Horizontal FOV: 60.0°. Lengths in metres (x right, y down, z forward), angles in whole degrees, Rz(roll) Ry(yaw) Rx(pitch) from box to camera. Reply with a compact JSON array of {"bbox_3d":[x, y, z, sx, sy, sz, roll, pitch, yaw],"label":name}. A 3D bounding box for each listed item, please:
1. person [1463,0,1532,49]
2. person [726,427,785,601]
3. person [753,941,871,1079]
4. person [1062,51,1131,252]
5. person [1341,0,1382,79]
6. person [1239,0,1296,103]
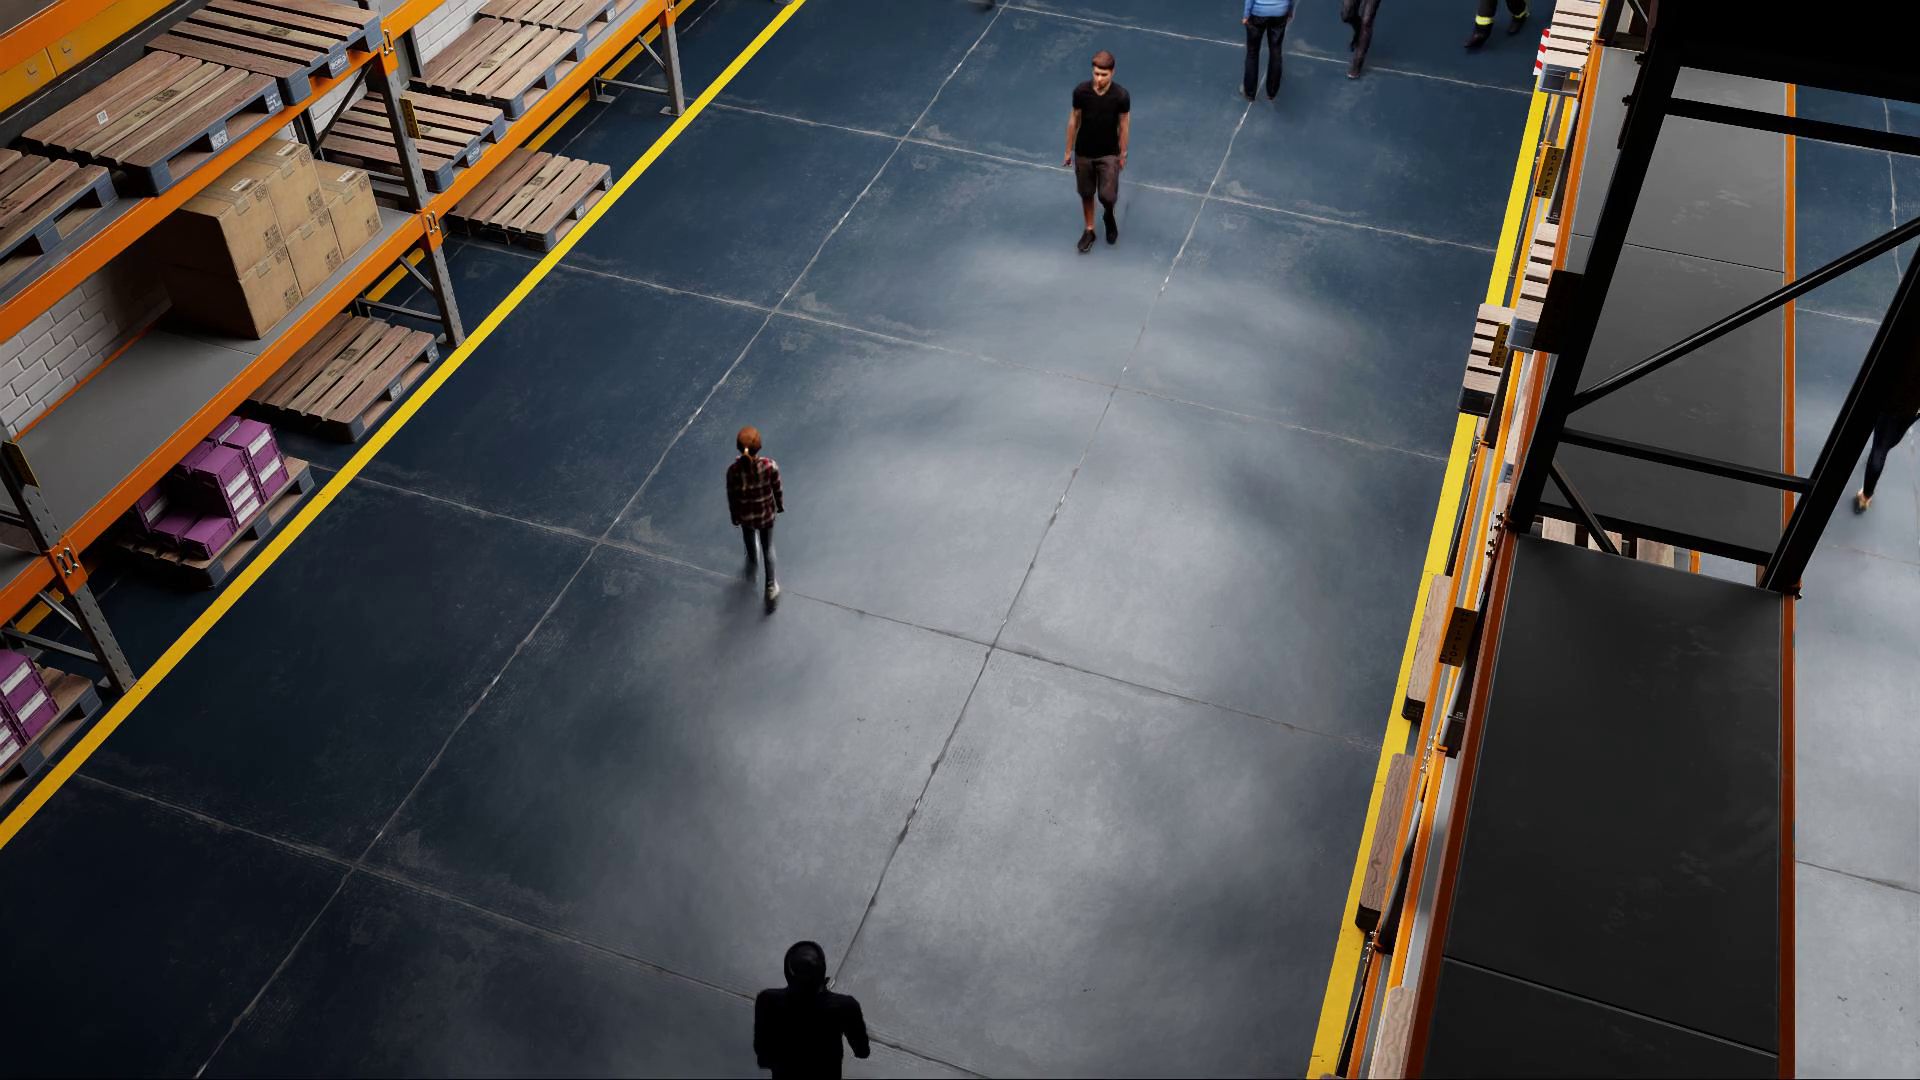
[{"bbox_3d":[5.680,-5.930,16.934,1.032,1.794,1.281,32,52,29],"label":"person"},{"bbox_3d":[-1.376,-0.162,11.254,0.782,1.276,0.962,-5,44,-6],"label":"person"},{"bbox_3d":[-0.755,2.626,8.068,0.821,1.636,1.019,5,44,5],"label":"person"},{"bbox_3d":[1.200,-3.366,14.200,0.670,1.852,0.658,13,45,13],"label":"person"},{"bbox_3d":[4.081,-5.584,16.464,0.717,1.942,0.887,21,48,21],"label":"person"},{"bbox_3d":[2.985,-5.130,16.080,0.740,1.814,0.729,-5,44,-5],"label":"person"}]
